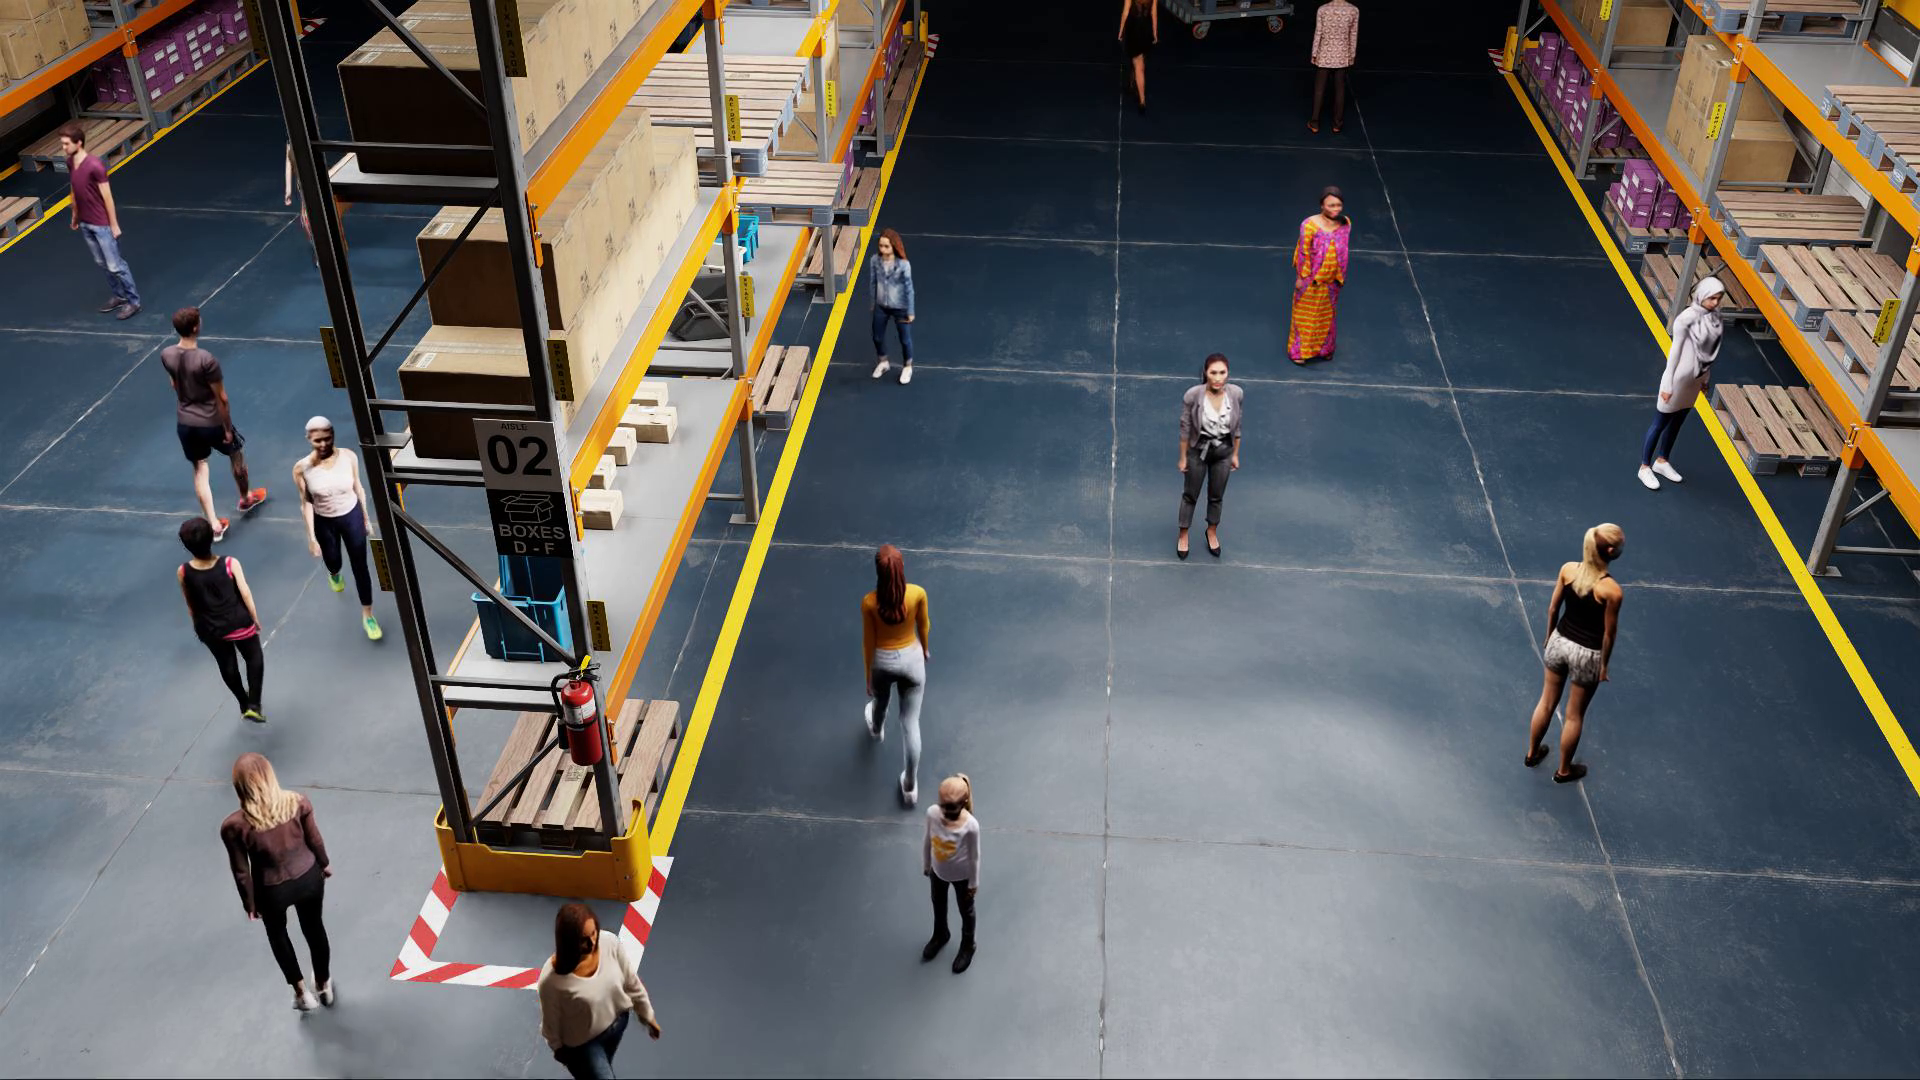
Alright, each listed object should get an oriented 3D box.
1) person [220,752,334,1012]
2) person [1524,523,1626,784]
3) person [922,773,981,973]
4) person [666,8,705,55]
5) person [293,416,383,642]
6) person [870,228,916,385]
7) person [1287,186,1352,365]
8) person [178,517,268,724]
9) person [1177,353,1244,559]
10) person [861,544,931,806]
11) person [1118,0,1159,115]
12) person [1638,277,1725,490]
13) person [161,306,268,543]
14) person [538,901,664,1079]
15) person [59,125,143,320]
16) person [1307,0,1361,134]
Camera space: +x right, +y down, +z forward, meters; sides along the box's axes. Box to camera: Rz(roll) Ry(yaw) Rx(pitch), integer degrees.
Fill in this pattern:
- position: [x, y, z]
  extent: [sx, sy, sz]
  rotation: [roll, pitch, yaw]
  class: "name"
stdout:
- position: [-3.445, 1.829, 8.576]
  extent: [0.741, 1.693, 0.787]
  rotation: [-19, 38, -26]
  class: "person"
- position: [3.772, 0.678, 10.171]
  extent: [0.732, 1.844, 0.662]
  rotation: [-23, 40, -30]
  class: "person"
- position: [-0.037, 1.776, 9.032]
  extent: [0.562, 1.278, 0.594]
  rotation: [17, 37, 24]
  class: "person"
- position: [-3.756, -7.291, 22.123]
  extent: [0.895, 1.887, 0.907]
  rotation: [0, 34, 0]
  class: "person"
- position: [-4.348, -0.146, 11.562]
  extent: [0.976, 1.677, 1.123]
  rotation: [-19, 38, -26]
  class: "person"
- position: [-0.601, -2.069, 14.646]
  extent: [0.641, 1.466, 0.618]
  rotation: [12, 35, 17]
  class: "person"
- position: [3.261, -2.396, 14.944]
  extent: [0.745, 1.681, 0.770]
  rotation: [-9, 35, -14]
  class: "person"
- position: [-4.702, 0.571, 10.609]
  extent: [0.705, 1.539, 0.863]
  rotation: [-10, 35, -14]
  class: "person"
- position: [1.840, -0.626, 12.286]
  extent: [0.668, 1.676, 0.640]
  rotation: [-3, 34, -5]
  class: "person"
- position: [-0.359, 0.848, 10.042]
  extent: [0.806, 1.705, 1.161]
  rotation: [-6, 34, -8]
  class: "person"
- position: [2.232, -6.115, 20.427]
  extent: [0.831, 1.806, 1.112]
  rotation: [-8, 34, -12]
  class: "person"
- position: [5.707, -1.257, 13.144]
  extent: [0.689, 1.777, 0.691]
  rotation: [-14, 36, -20]
  class: "person"
- position: [-5.694, -0.813, 12.435]
  extent: [0.685, 1.823, 0.910]
  rotation: [0, 34, 0]
  class: "person"
- position: [-1.793, 2.286, 7.921]
  extent: [0.978, 1.658, 0.965]
  rotation: [24, 40, 31]
  class: "person"
- position: [-8.164, -3.051, 15.779]
  extent: [0.763, 1.847, 0.757]
  rotation: [19, 38, 27]
  class: "person"
- position: [4.476, -5.790, 19.937]
  extent: [0.664, 1.806, 0.564]
  rotation: [3, 34, 4]
  class: "person"
